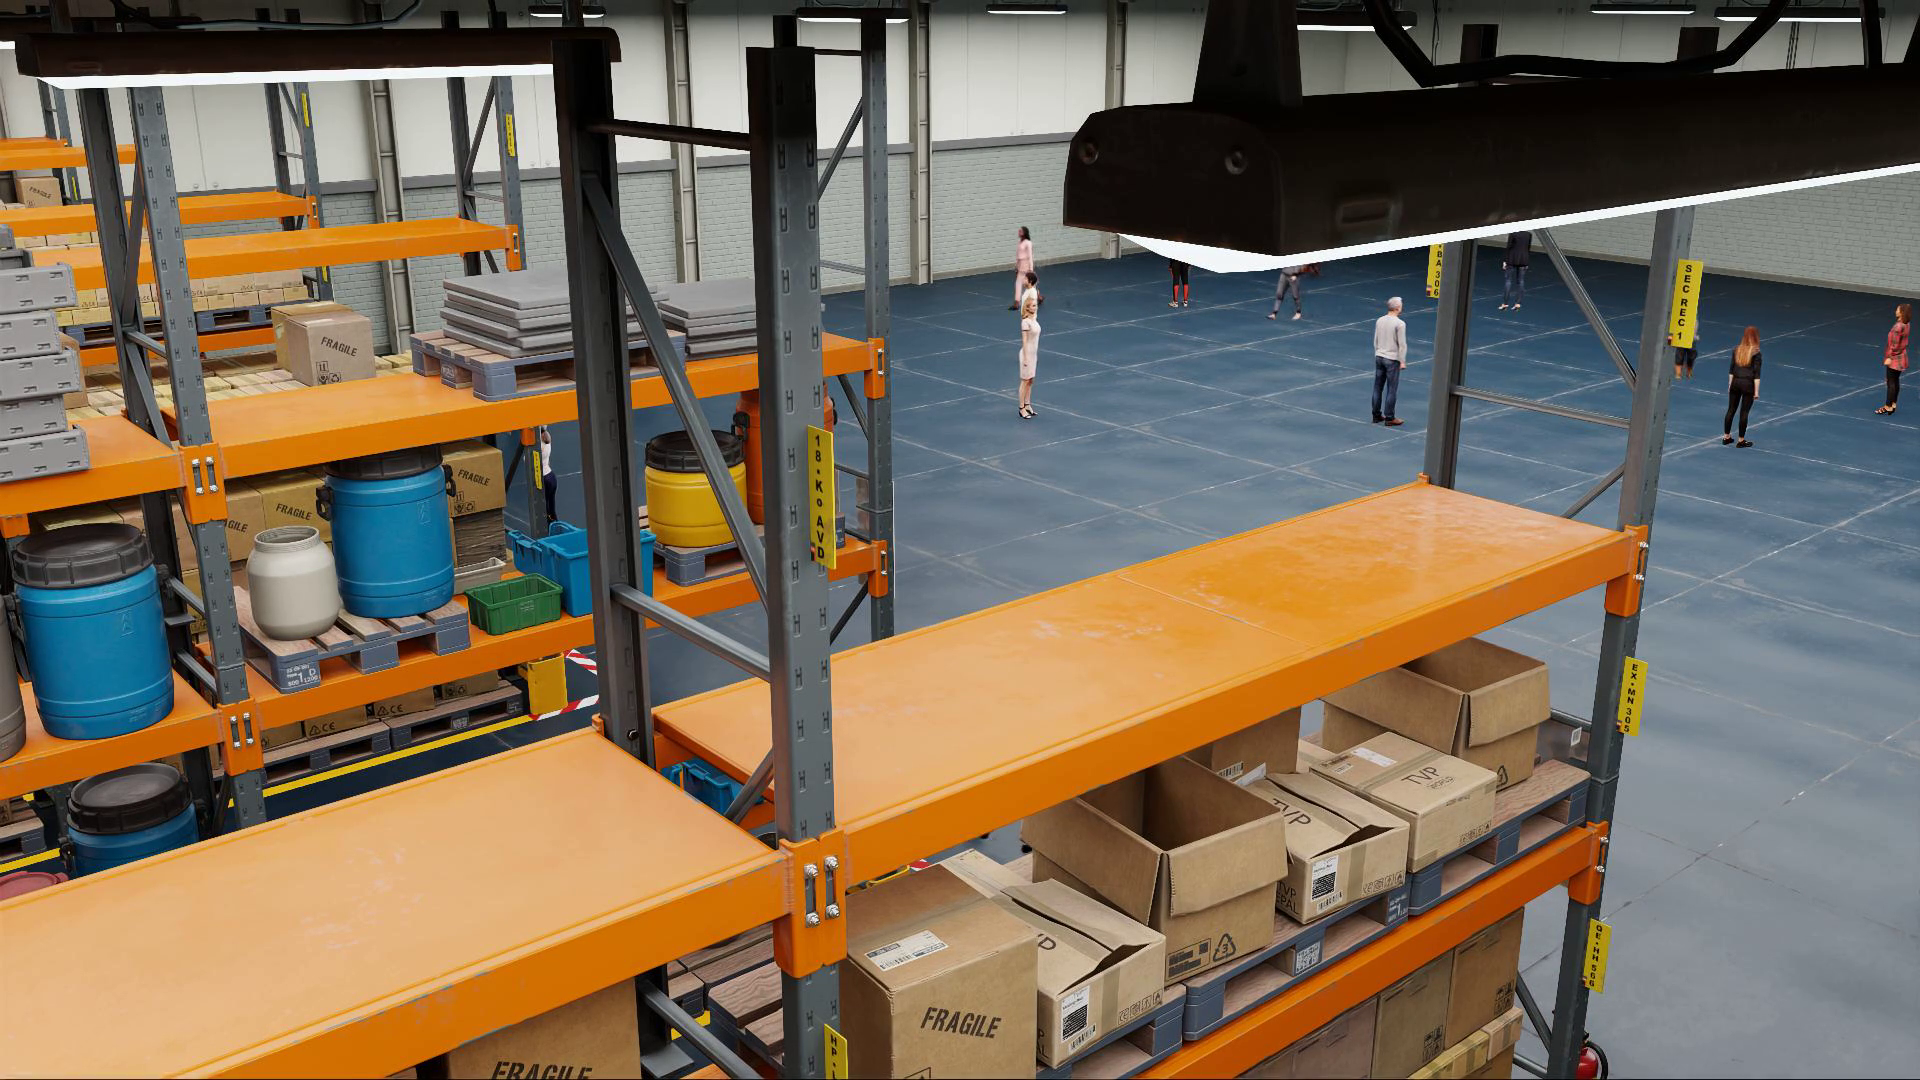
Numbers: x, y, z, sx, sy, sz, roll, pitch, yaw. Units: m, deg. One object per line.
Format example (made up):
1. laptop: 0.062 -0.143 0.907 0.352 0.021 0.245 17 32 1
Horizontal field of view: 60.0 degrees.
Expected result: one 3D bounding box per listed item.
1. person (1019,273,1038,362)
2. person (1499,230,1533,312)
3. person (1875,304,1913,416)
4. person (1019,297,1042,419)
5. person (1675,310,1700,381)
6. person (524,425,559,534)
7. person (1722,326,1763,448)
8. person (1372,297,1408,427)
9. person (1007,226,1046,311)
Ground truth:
1. person: 1.208 -3.870 28.996 0.633 1.587 0.656 -4 18 -13
2. person: 10.243 -5.124 30.686 0.811 1.781 0.792 0 18 -1
3. person: 14.314 -2.772 25.436 0.683 1.703 0.509 17 25 42
4. person: 1.032 -2.778 25.249 0.685 1.830 0.545 10 20 28
5. person: 12.203 -3.454 27.934 0.679 1.453 0.721 4 18 12
6. person: -4.675 -0.576 18.694 0.740 1.702 0.671 2 18 7
7. person: 11.111 -2.186 23.622 0.567 1.713 0.632 -11 21 -29
8. person: 6.394 -2.676 24.805 0.664 1.911 0.759 -11 21 -30
9. person: 1.387 -5.518 33.898 1.198 1.685 0.778 -9 20 -26
